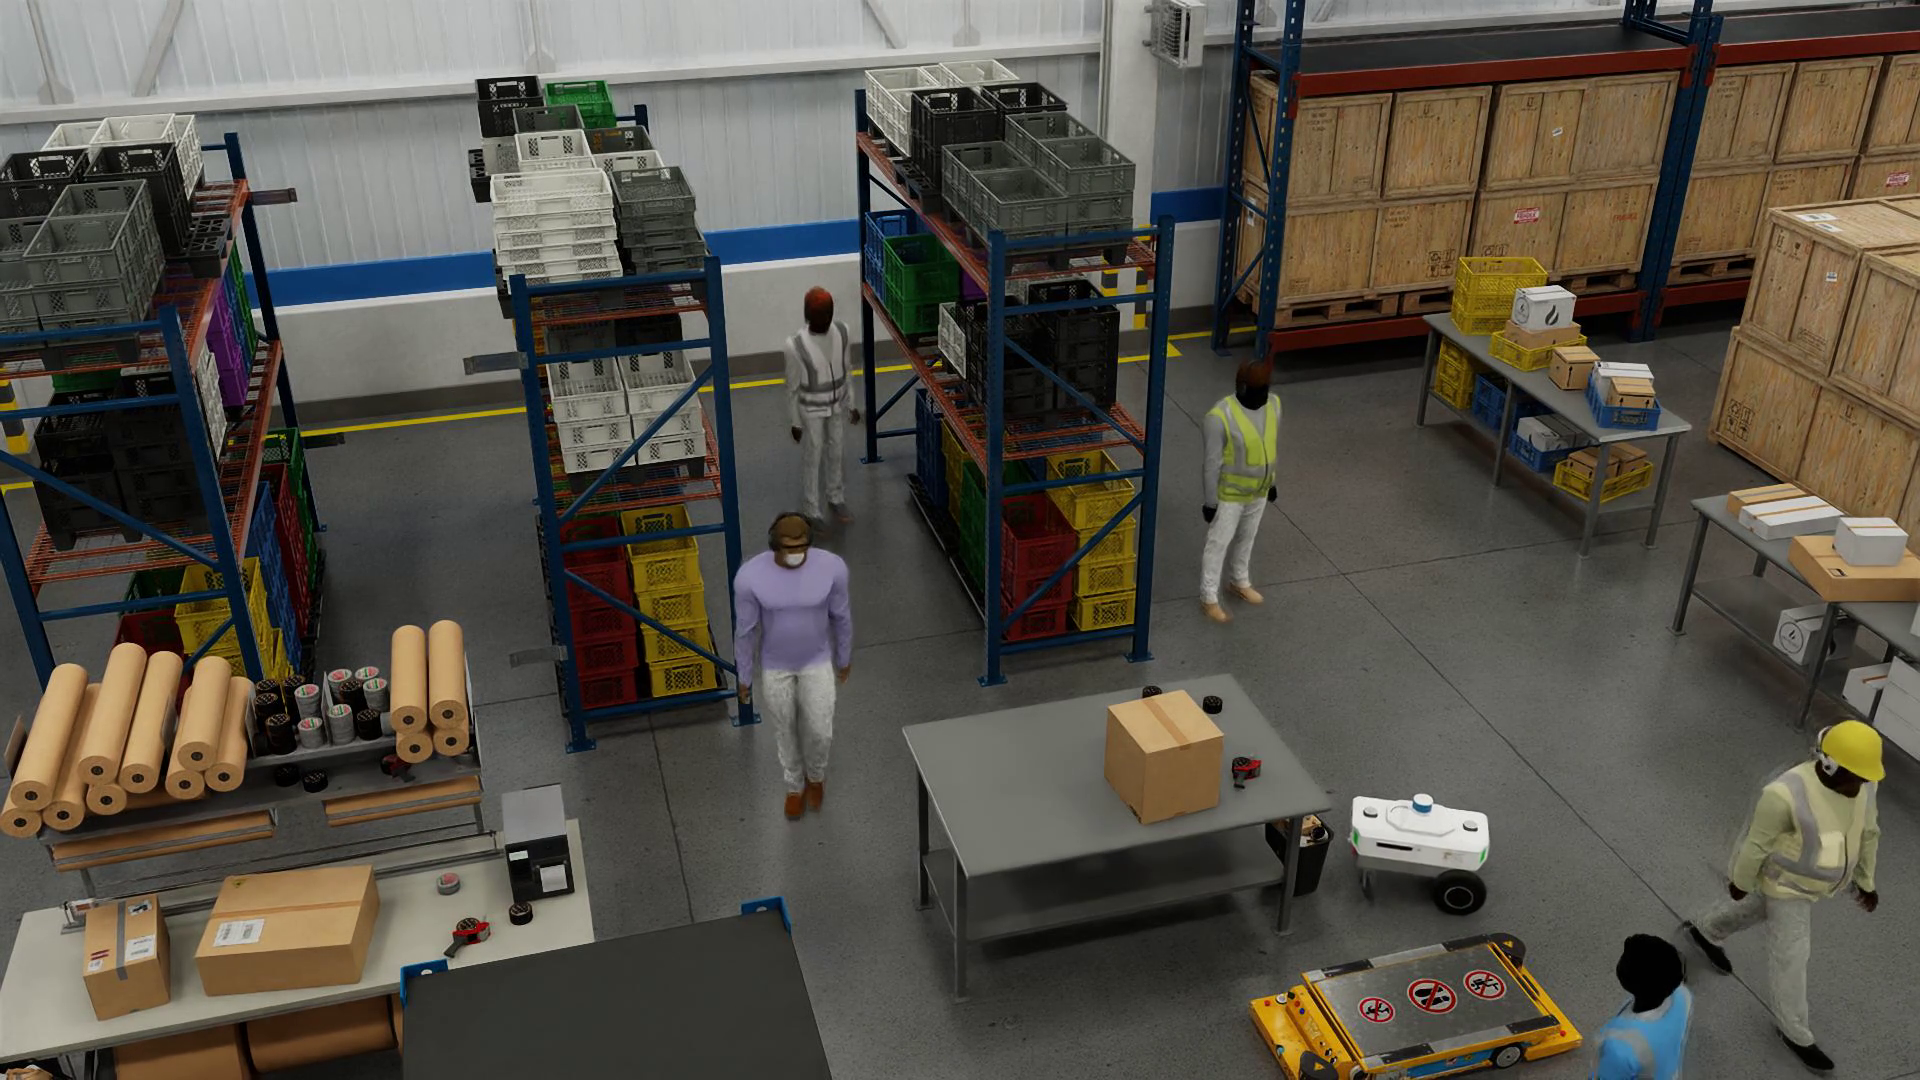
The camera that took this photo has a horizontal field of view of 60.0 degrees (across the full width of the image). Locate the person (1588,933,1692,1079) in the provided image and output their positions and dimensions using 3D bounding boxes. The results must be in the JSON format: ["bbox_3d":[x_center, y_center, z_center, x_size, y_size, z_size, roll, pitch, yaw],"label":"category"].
[{"bbox_3d":[2.618,2.230,6.603,0.570,1.688,0.469,-24,37,-37],"label":"person"}]

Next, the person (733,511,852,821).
[{"bbox_3d":[-0.916,0.696,9.158,0.657,1.923,0.436,-2,29,-4],"label":"person"}]

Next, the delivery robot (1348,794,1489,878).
[{"bbox_3d":[2.441,1.576,8.880,0.707,0.478,0.477,6,29,12],"label":"delivery robot"}]

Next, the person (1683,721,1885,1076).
[{"bbox_3d":[3.913,1.529,7.805,0.592,1.787,0.962,-13,31,-22],"label":"person"}]

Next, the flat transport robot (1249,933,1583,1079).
[{"bbox_3d":[2.184,2.282,7.980,1.431,0.197,0.652,-8,30,-14],"label":"flat transport robot"}]

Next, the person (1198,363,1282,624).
[{"bbox_3d":[1.891,-0.339,11.153,0.646,1.832,0.430,-19,34,-31],"label":"person"}]

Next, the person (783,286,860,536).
[{"bbox_3d":[-1.008,-0.959,12.220,0.576,1.883,0.373,-24,37,-37],"label":"person"}]
